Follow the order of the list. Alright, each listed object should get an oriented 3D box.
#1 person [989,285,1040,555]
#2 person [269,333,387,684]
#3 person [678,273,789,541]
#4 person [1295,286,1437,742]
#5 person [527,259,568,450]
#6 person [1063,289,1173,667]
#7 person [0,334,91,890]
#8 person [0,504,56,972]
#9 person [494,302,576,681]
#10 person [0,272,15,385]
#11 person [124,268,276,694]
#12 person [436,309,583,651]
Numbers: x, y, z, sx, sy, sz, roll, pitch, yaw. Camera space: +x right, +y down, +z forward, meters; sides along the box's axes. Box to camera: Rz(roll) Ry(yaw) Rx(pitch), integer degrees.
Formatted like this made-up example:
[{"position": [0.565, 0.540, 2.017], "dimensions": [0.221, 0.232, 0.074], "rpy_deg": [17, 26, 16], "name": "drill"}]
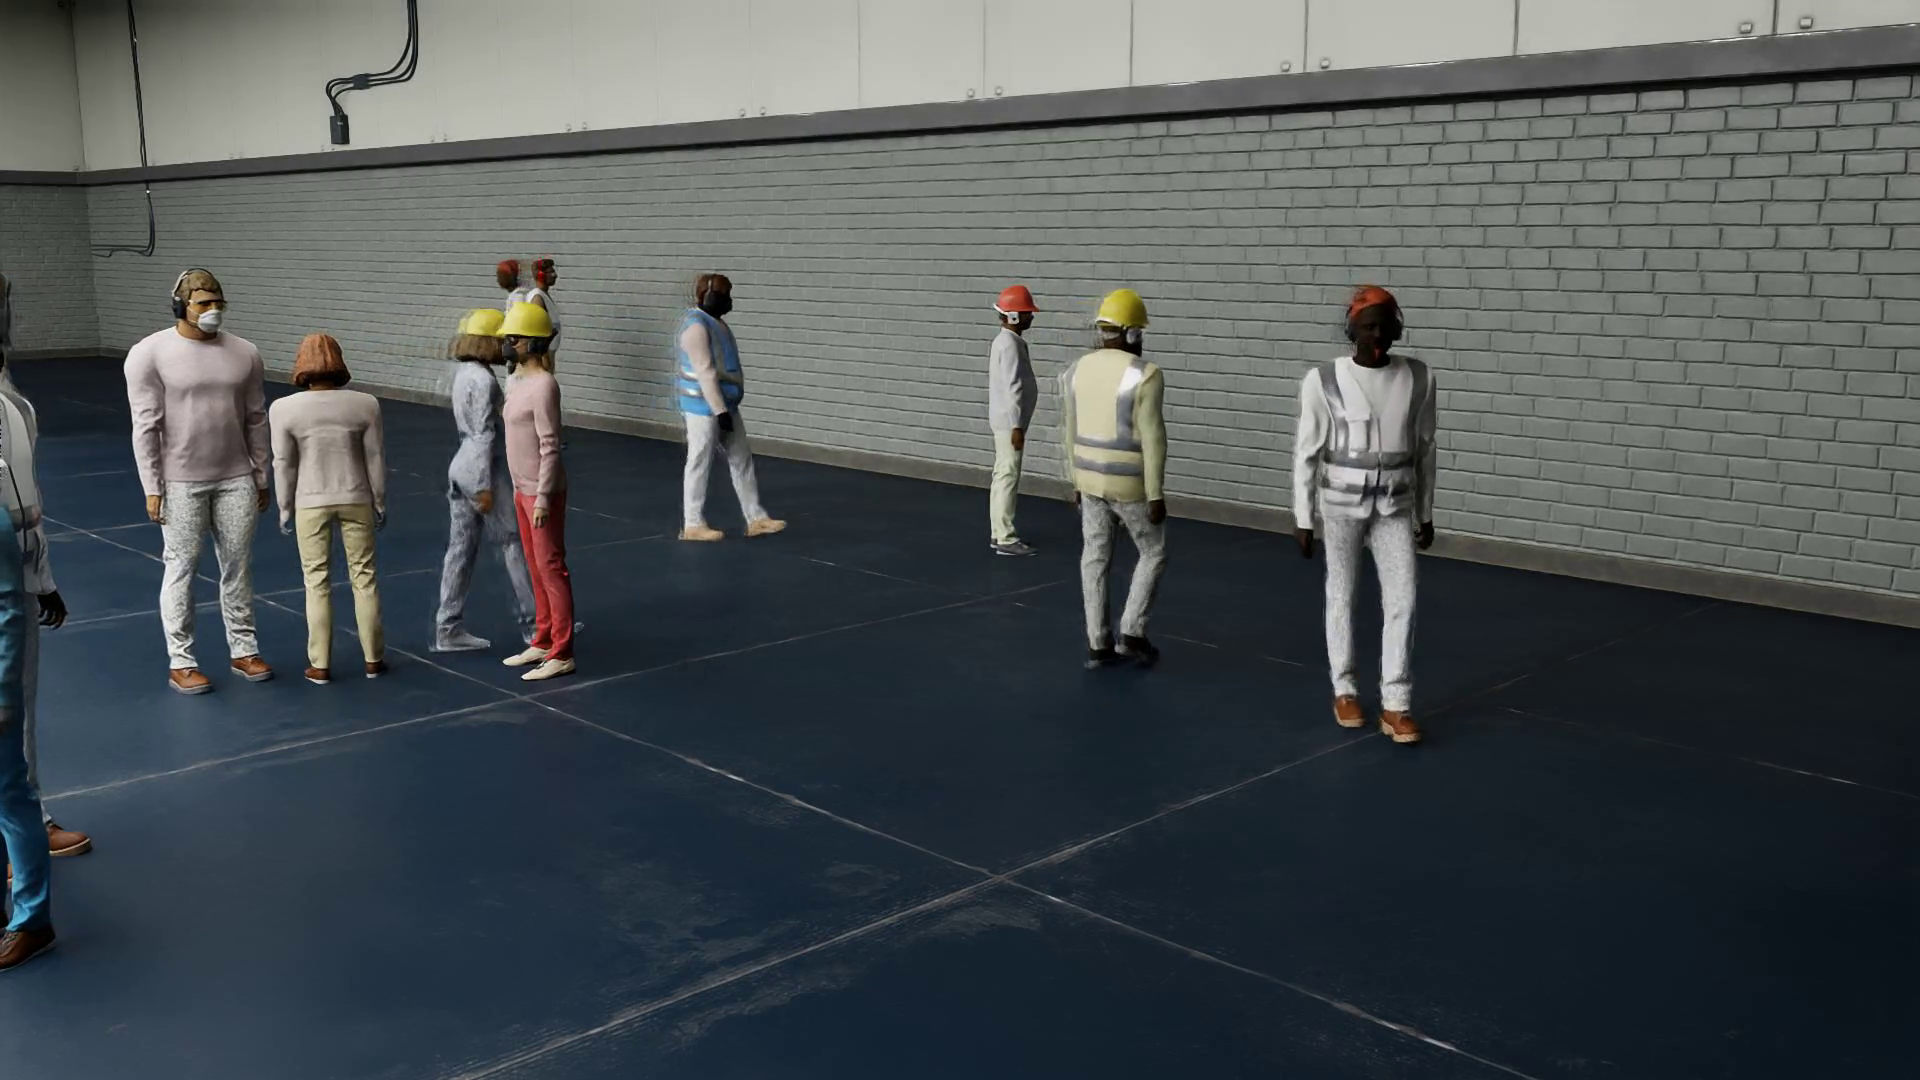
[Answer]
[{"position": [0.357, -0.784, 10.897], "dimensions": [0.328, 1.753, 0.560], "rpy_deg": [-1, 10, -4], "name": "person"}, {"position": [-2.918, -0.143, 7.741], "dimensions": [0.498, 1.632, 0.289], "rpy_deg": [-5, 12, -26], "name": "person"}, {"position": [-1.549, -0.880, 11.275], "dimensions": [0.769, 1.817, 0.632], "rpy_deg": [2, 11, 12], "name": "person"}, {"position": [1.687, -0.090, 6.813], "dimensions": [0.620, 1.860, 0.764], "rpy_deg": [0, 10, -1], "name": "person"}, {"position": [-4.058, -1.805, 16.208], "dimensions": [0.389, 1.850, 0.564], "rpy_deg": [-2, 11, -12], "name": "person"}, {"position": [0.786, -0.285, 7.992], "dimensions": [0.619, 1.819, 0.498], "rpy_deg": [10, 14, 43], "name": "person"}, {"position": [-3.123, 0.168, 5.367], "dimensions": [0.373, 1.882, 0.591], "rpy_deg": [2, 11, 8], "name": "person"}, {"position": [-2.818, 0.412, 4.710], "dimensions": [0.497, 1.633, 0.279], "rpy_deg": [7, 12, 32], "name": "person"}, {"position": [-2.005, -0.228, 7.832], "dimensions": [0.305, 1.772, 0.525], "rpy_deg": [-6, 12, -28], "name": "person"}, {"position": [-10.430, -2.207, 17.856], "dimensions": [0.357, 2.047, 0.614], "rpy_deg": [1, 10, 4], "name": "person"}, {"position": [-3.456, -0.271, 7.638], "dimensions": [0.362, 1.932, 0.630], "rpy_deg": [9, 14, 40], "name": "person"}, {"position": [-2.315, -0.303, 8.393], "dimensions": [0.824, 1.697, 0.501], "rpy_deg": [-7, 12, -32], "name": "person"}]
